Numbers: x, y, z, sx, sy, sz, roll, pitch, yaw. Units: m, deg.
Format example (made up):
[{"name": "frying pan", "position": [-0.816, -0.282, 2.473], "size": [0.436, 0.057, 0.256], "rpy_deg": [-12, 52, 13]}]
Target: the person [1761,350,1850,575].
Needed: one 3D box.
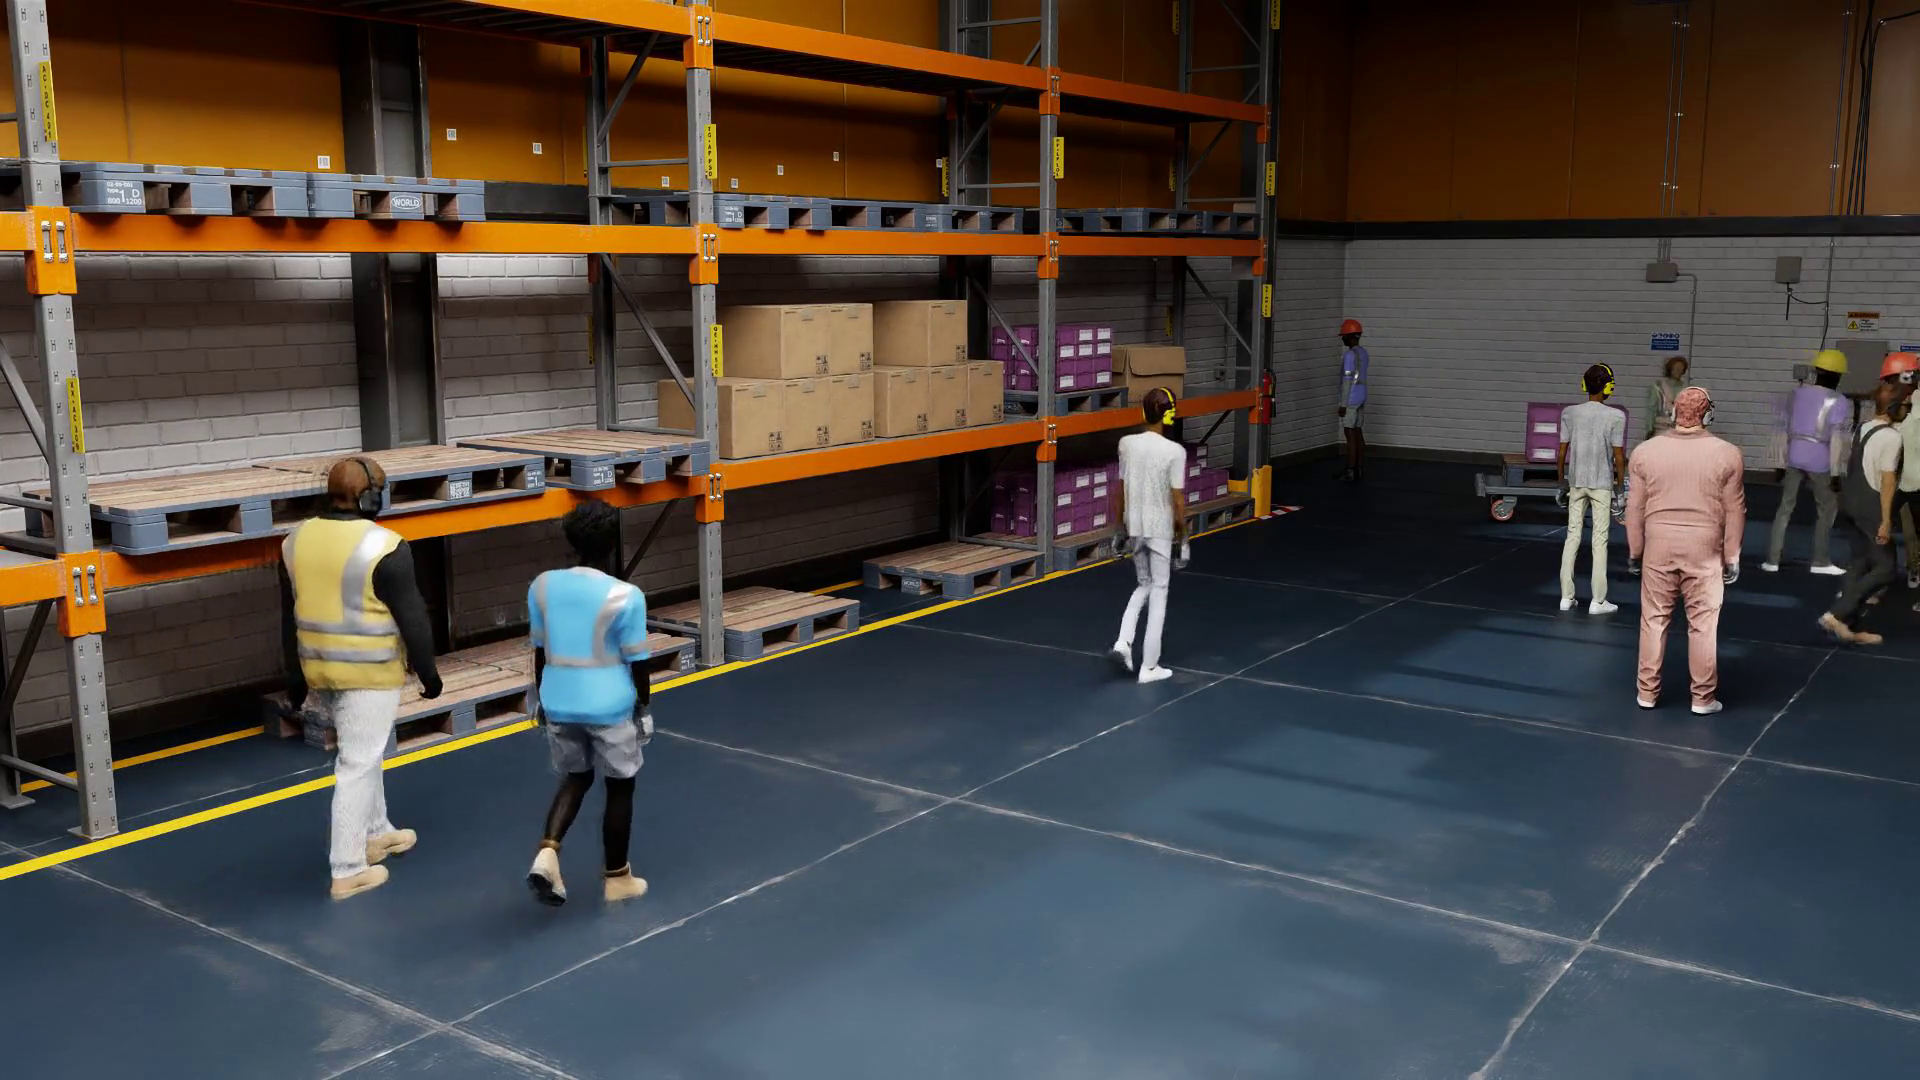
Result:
[{"name": "person", "position": [7.117, -0.641, 13.939], "size": [0.555, 1.892, 0.636], "rpy_deg": [-4, 10, -22]}]

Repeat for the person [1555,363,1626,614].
[{"name": "person", "position": [4.717, -0.382, 12.424], "size": [0.532, 1.870, 0.315], "rpy_deg": [9, 13, 42]}]

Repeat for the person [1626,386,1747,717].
[{"name": "person", "position": [4.204, 0.064, 9.652], "size": [0.636, 1.911, 0.406], "rpy_deg": [6, 11, 32]}]

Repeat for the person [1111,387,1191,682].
[{"name": "person", "position": [1.186, -0.022, 10.356], "size": [0.549, 1.844, 0.431], "rpy_deg": [8, 13, 41]}]

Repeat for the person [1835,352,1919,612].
[{"name": "person", "position": [7.072, -0.431, 12.513], "size": [0.869, 1.939, 0.685], "rpy_deg": [0, 10, 1]}]

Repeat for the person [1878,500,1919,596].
[{"name": "person", "position": [7.437, -0.361, 13.151], "size": [0.850, 1.593, 0.520], "rpy_deg": [-9, 13, -43]}]

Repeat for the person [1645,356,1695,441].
[{"name": "person", "position": [7.535, -1.147, 17.690], "size": [0.525, 1.624, 0.532], "rpy_deg": [1, 10, 5]}]

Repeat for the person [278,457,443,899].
[{"name": "person", "position": [-2.460, 0.552, 7.027], "size": [0.625, 1.814, 0.759], "rpy_deg": [5, 11, 28]}]

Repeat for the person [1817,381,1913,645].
[{"name": "person", "position": [6.130, -0.163, 11.237], "size": [0.452, 1.825, 0.552], "rpy_deg": [0, 10, -2]}]

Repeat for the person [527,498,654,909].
[{"name": "person", "position": [-1.492, 0.676, 6.631], "size": [0.539, 1.686, 0.475], "rpy_deg": [4, 10, 22]}]

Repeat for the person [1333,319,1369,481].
[{"name": "person", "position": [4.688, -1.679, 19.975], "size": [0.382, 1.929, 0.538], "rpy_deg": [6, 11, 32]}]
